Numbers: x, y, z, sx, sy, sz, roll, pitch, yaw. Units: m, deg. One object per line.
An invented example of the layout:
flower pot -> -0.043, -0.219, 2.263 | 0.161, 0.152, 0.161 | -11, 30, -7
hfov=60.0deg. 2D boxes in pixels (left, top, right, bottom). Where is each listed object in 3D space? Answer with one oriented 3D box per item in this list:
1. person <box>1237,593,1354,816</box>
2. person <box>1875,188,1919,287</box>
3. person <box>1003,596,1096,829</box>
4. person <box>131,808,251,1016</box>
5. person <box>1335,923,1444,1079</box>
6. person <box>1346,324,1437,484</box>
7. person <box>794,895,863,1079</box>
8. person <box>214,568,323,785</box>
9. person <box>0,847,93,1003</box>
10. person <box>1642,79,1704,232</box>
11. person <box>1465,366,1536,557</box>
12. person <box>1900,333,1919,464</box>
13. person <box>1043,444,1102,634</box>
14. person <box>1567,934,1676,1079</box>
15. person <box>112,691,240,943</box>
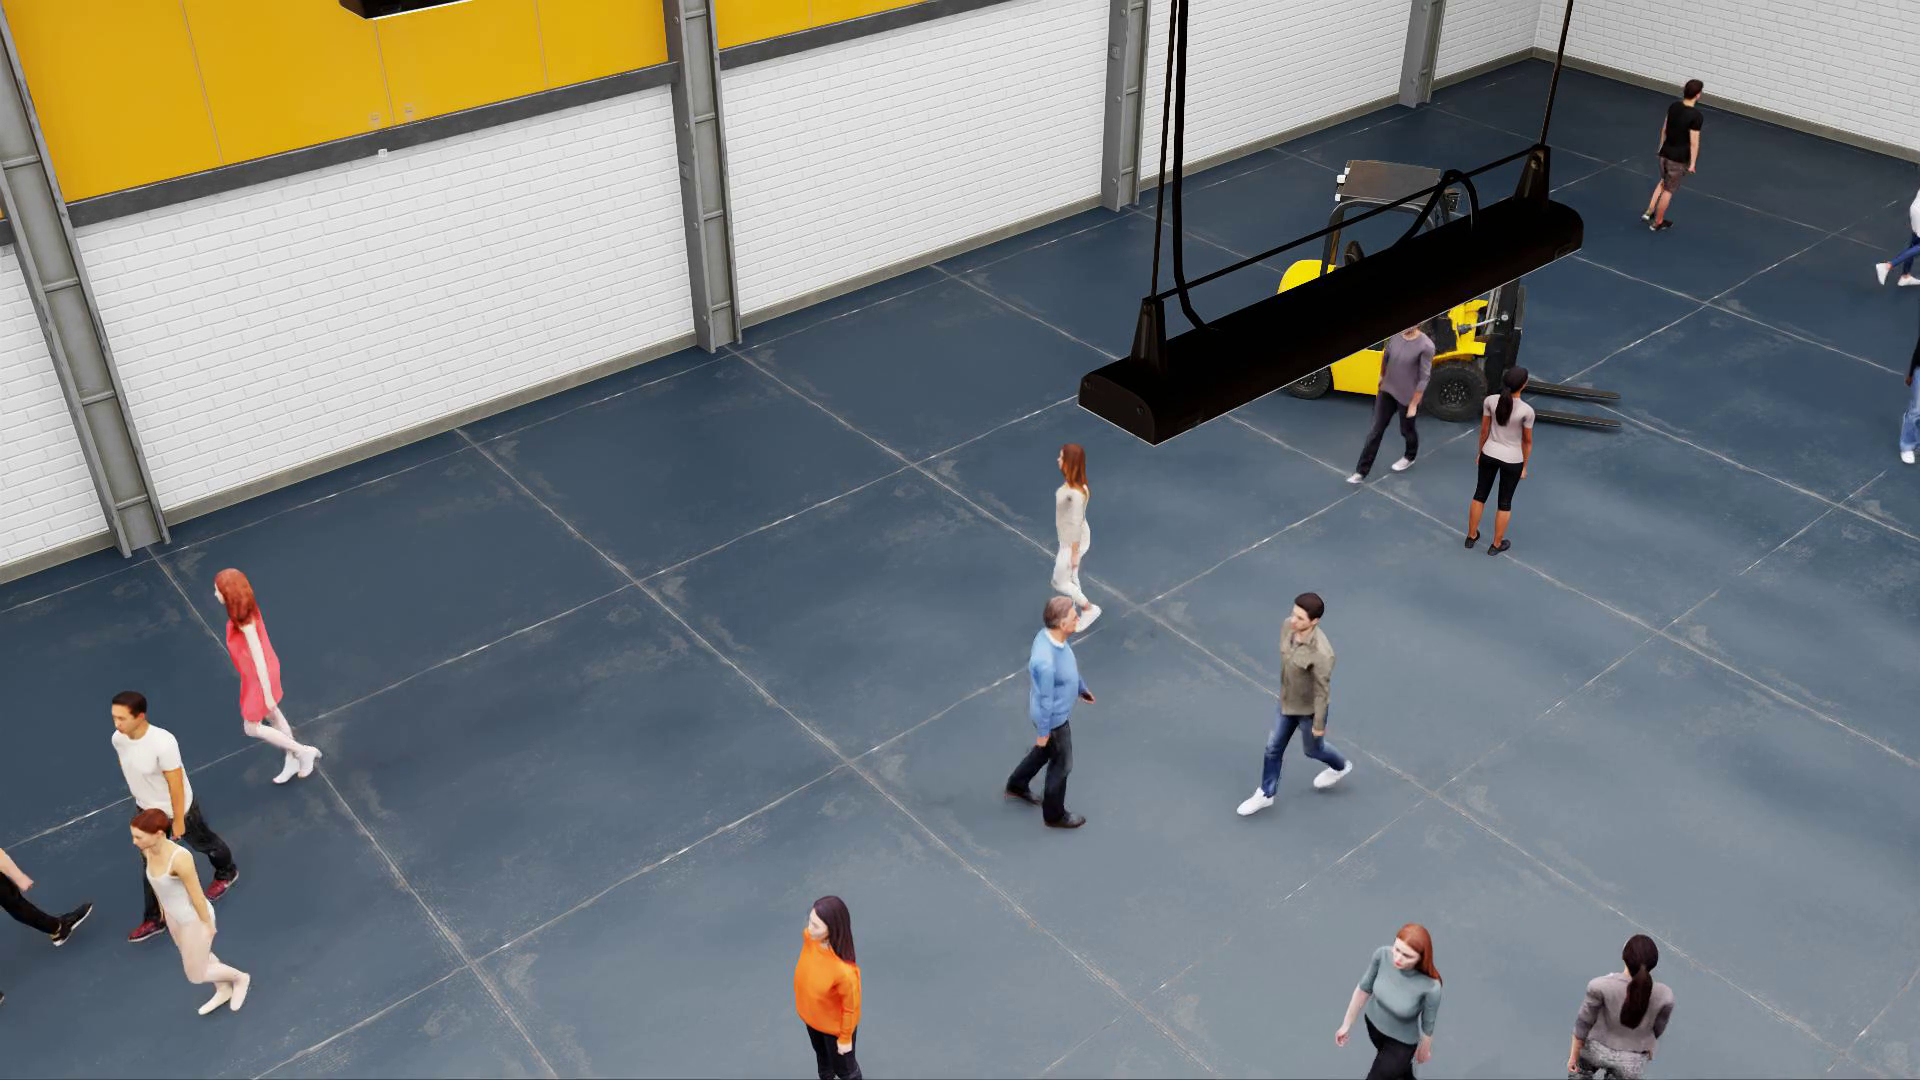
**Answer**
person -> 2.422, 1.089, 11.348 | 1.207, 1.824, 0.852 | -16, 37, -23
person -> 10.644, -3.601, 18.463 | 1.031, 1.760, 0.894 | -5, 34, -8
person -> 0.554, 1.142, 11.304 | 0.995, 1.785, 0.937 | 6, 34, 9
person -> -4.513, 2.182, 9.877 | 0.660, 1.633, 0.686 | 18, 38, 25
person -> 2.397, 2.676, 9.080 | 1.172, 1.692, 0.637 | -22, 39, -29
person -> 4.050, -1.344, 15.034 | 1.146, 1.796, 0.769 | -25, 41, -32
person -> -0.706, 2.605, 9.136 | 0.558, 1.748, 0.622 | -22, 40, -30
person -> -4.758, 0.959, 11.553 | 0.748, 1.814, 0.720 | -15, 36, -21
person -> -5.952, 2.077, 9.885 | 0.929, 1.799, 1.338 | 20, 39, 28
person -> 8.458, -4.576, 19.841 | 0.754, 1.858, 0.763 | -14, 36, -20
person -> 4.578, -0.679, 14.077 | 0.650, 1.748, 0.611 | 23, 40, 31
person -> 9.026, -1.580, 15.437 | 0.842, 1.743, 0.931 | 8, 35, 12
person -> 0.968, 0.006, 13.087 | 0.860, 1.704, 0.802 | 0, 34, 0
person -> 3.498, 2.835, 8.894 | 1.022, 1.633, 1.187 | 9, 35, 13
person -> -4.966, 1.634, 10.578 | 1.009, 1.770, 1.150 | 8, 34, 12
